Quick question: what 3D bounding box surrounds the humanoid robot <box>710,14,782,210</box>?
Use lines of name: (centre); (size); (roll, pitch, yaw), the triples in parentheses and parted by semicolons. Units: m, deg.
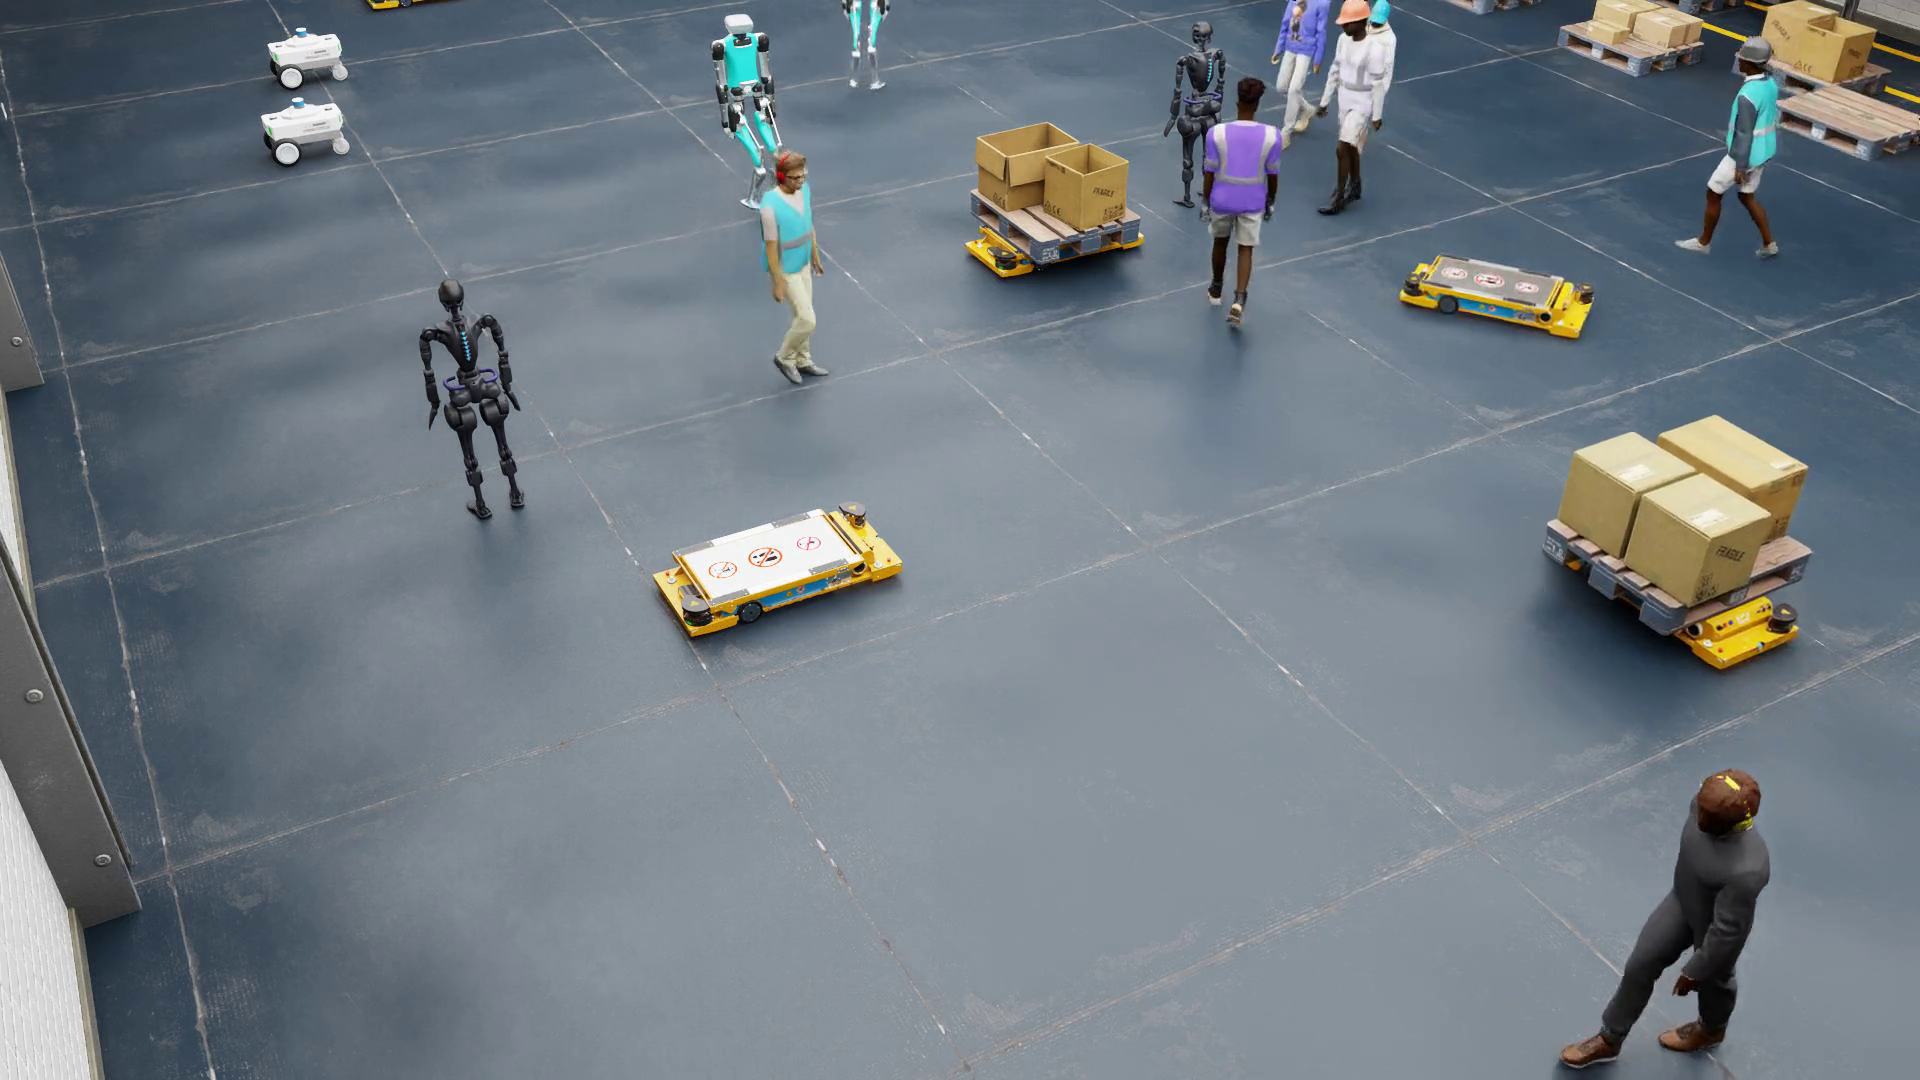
humanoid robot: (-1.791, -3.701, 14.604); (0.533, 1.677, 0.735); (-17, 39, -23)

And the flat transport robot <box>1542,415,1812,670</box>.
flat transport robot: (4.406, 0.256, 10.351); (0.659, 0.231, 1.431); (-17, 39, -23)

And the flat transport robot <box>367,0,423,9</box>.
flat transport robot: (-6.557, -6.779, 20.395); (1.431, 0.231, 0.659); (-17, 39, -23)

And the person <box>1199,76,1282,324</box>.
person: (2.185, -2.647, 13.049); (0.606, 1.933, 0.837); (3, 35, 5)

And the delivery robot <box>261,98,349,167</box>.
delivery robot: (-6.374, -4.004, 16.158); (0.739, 0.566, 0.499); (-17, 39, -23)

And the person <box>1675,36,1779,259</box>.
person: (6.667, -3.233, 13.926); (0.791, 1.896, 0.574); (30, 45, 35)

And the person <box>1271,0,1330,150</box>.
person: (3.301, -4.737, 16.098); (0.680, 1.854, 0.477); (-24, 42, -30)

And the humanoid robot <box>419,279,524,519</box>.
humanoid robot: (-3.168, -0.920, 10.789); (0.599, 1.657, 0.315); (-17, 39, -23)

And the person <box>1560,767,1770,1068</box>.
person: (3.101, 1.635, 7.036); (0.906, 1.807, 0.508); (-8, 36, -11)

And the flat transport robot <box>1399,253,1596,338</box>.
flat transport robot: (4.389, -2.009, 13.584); (1.431, 0.231, 0.659); (17, 38, 22)

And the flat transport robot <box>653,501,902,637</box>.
flat transport robot: (-1.146, 0.170, 10.474); (1.431, 0.231, 0.659); (-17, 39, -23)

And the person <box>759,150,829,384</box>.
person: (-1.215, -1.981, 12.190); (0.463, 1.825, 0.569); (13, 37, 17)

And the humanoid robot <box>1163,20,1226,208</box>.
humanoid robot: (2.130, -3.830, 14.942); (0.599, 1.659, 0.315); (-17, 39, -23)

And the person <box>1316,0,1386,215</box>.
person: (3.440, -3.854, 14.797); (0.768, 1.896, 0.567); (-16, 38, -21)

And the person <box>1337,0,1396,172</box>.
person: (3.817, -4.297, 15.644); (0.519, 1.643, 0.563); (23, 41, 29)

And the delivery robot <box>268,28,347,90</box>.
delivery robot: (-7.024, -5.206, 17.874); (0.739, 0.566, 0.499); (-17, 39, -23)

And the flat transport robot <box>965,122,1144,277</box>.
flat transport robot: (0.823, -2.626, 14.465); (1.431, 0.231, 0.659); (-17, 39, -23)

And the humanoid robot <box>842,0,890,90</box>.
humanoid robot: (-0.991, -5.529, 17.330); (0.534, 1.757, 0.817); (2, 35, 2)
